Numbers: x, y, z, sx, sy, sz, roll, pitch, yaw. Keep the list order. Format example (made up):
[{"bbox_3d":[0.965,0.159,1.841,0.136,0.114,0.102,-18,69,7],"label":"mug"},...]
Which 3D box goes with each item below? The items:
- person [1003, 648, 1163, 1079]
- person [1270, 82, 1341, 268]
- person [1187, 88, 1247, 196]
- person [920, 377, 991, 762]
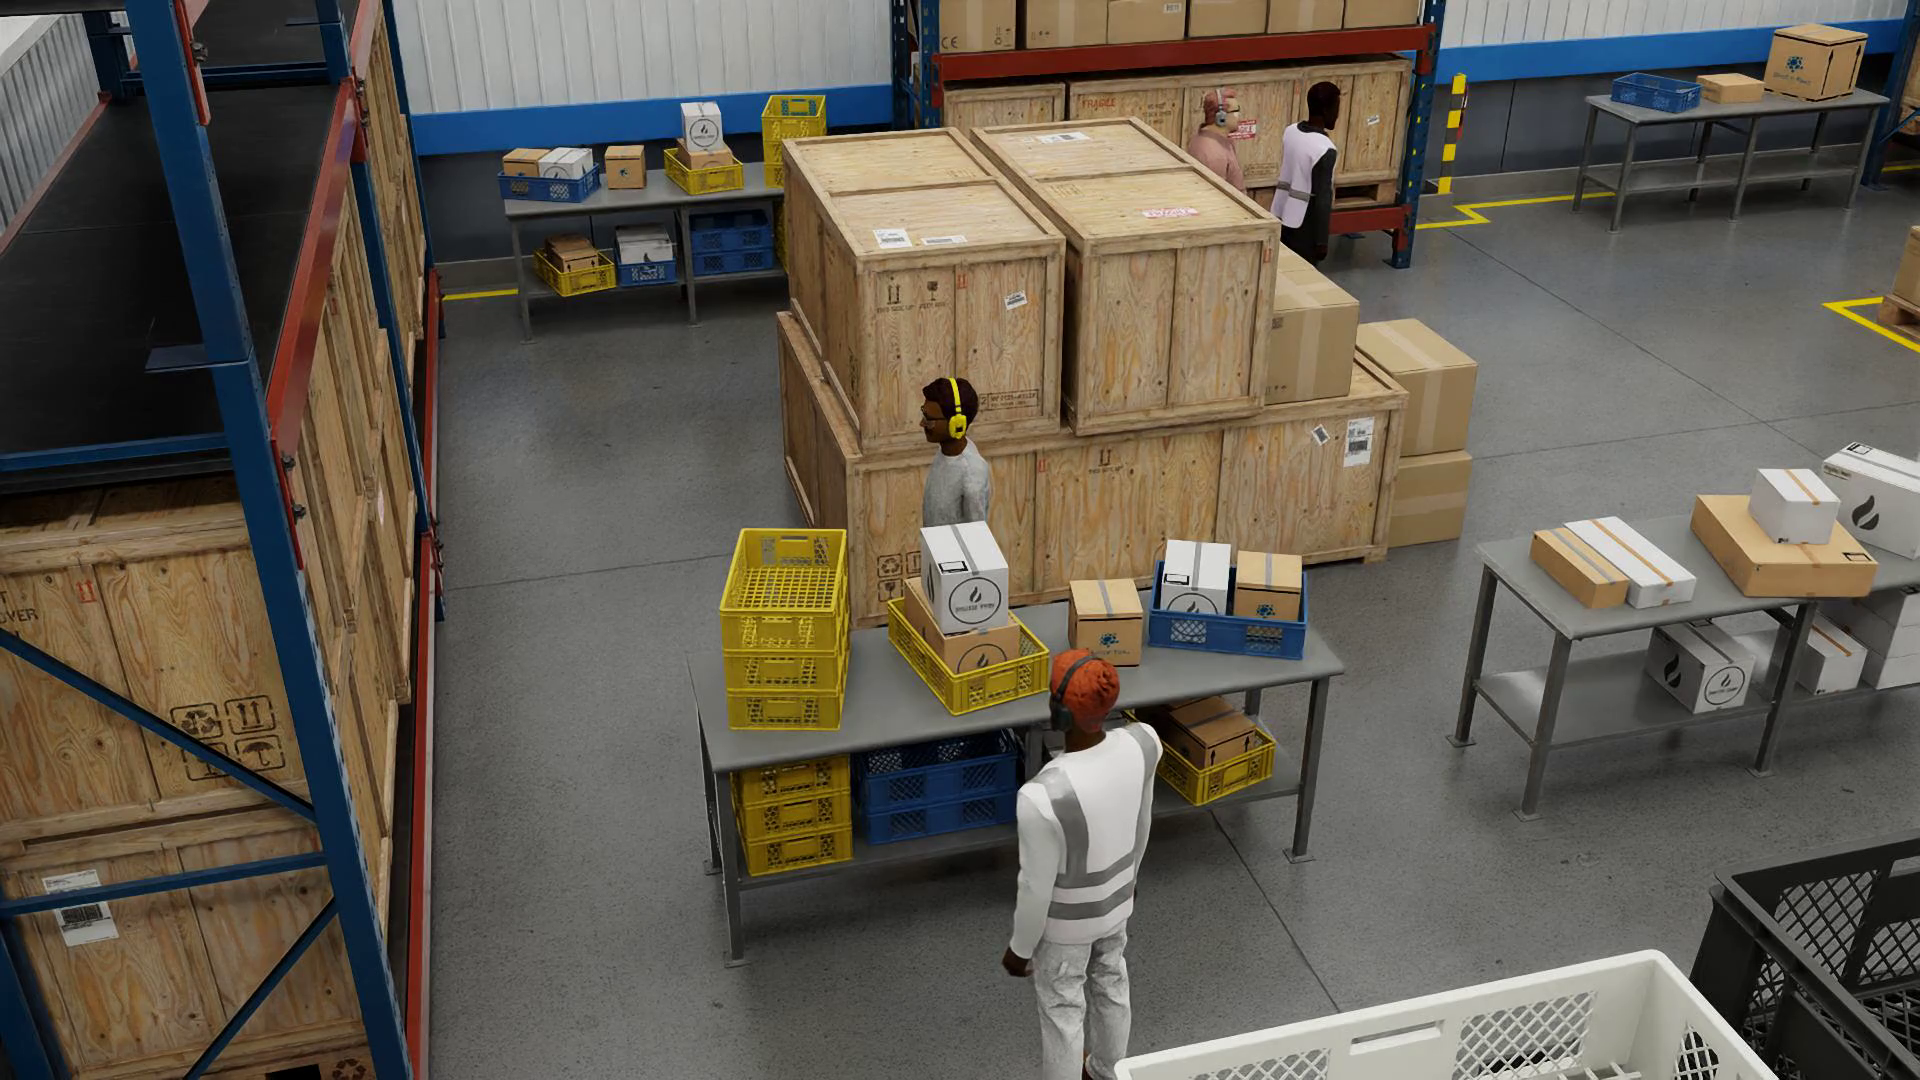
[{"bbox_3d":[0.371,1.166,5.313,0.573,1.883,0.356,-25,37,-37],"label":"person"},{"bbox_3d":[2.321,-2.150,11.308,0.386,1.912,0.591,-9,30,-15],"label":"person"},{"bbox_3d":[1.701,-2.058,11.136,0.411,1.913,0.643,-1,29,-1],"label":"person"},{"bbox_3d":[-0.045,0.165,7.142,0.328,1.872,0.512,-9,30,-16],"label":"person"}]
